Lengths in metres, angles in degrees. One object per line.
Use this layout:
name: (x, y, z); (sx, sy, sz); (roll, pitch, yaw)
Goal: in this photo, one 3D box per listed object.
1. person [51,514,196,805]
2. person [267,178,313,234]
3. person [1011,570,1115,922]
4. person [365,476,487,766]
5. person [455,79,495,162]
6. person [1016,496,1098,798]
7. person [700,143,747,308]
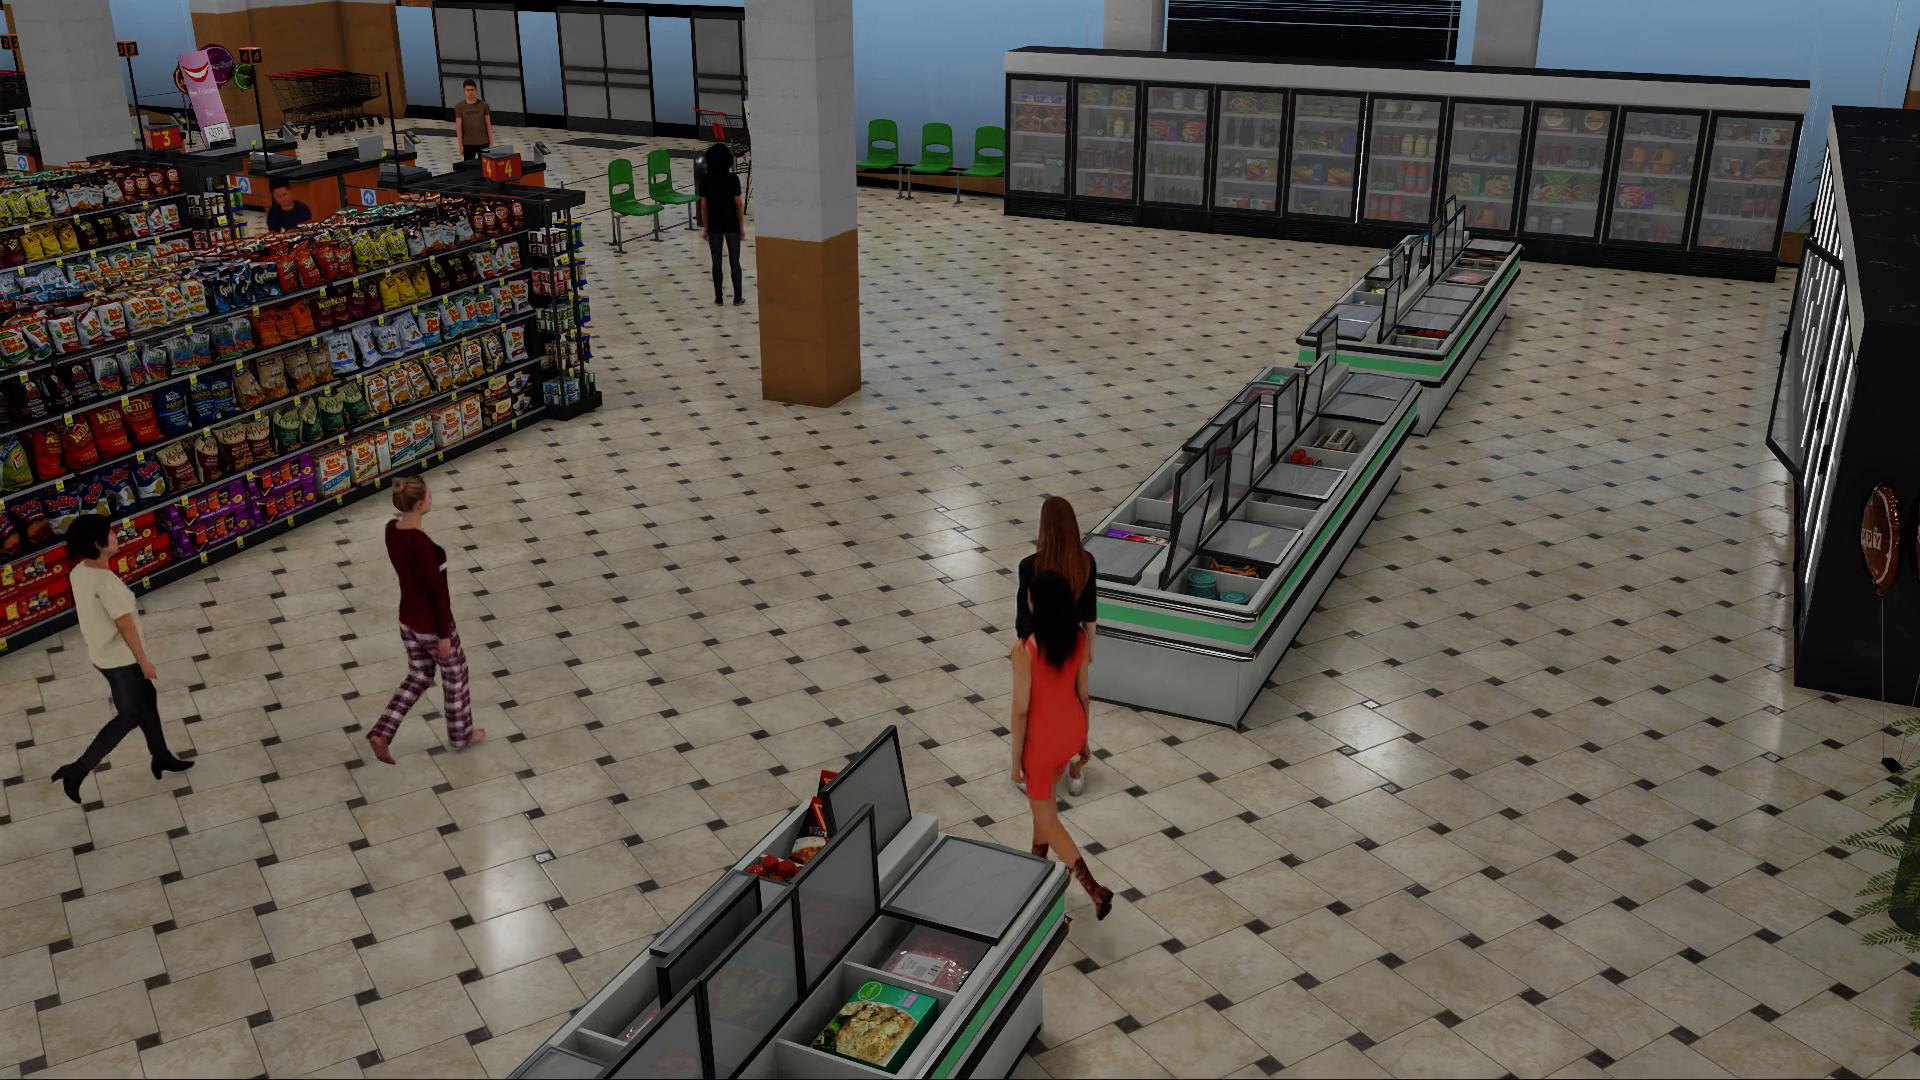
person: (-4.473, 0.652, 8.705); (0.789, 1.564, 1.034); (19, 29, 40)
person: (-6.943, -2.906, 17.321); (0.913, 1.743, 0.873); (17, 28, 37)
person: (0.476, 0.984, 7.709); (1.090, 1.690, 0.995); (-14, 26, -32)
person: (-2.966, 0.459, 9.034); (0.768, 1.676, 0.999); (17, 28, 36)
person: (-7.103, -5.813, 24.410); (0.730, 1.851, 0.806); (-9, 24, -22)
person: (0.500, 0.571, 8.718); (0.670, 1.703, 0.712); (-6, 23, -14)
person: (-2.688, -3.574, 18.856); (0.706, 1.837, 0.680); (0, 22, 0)
